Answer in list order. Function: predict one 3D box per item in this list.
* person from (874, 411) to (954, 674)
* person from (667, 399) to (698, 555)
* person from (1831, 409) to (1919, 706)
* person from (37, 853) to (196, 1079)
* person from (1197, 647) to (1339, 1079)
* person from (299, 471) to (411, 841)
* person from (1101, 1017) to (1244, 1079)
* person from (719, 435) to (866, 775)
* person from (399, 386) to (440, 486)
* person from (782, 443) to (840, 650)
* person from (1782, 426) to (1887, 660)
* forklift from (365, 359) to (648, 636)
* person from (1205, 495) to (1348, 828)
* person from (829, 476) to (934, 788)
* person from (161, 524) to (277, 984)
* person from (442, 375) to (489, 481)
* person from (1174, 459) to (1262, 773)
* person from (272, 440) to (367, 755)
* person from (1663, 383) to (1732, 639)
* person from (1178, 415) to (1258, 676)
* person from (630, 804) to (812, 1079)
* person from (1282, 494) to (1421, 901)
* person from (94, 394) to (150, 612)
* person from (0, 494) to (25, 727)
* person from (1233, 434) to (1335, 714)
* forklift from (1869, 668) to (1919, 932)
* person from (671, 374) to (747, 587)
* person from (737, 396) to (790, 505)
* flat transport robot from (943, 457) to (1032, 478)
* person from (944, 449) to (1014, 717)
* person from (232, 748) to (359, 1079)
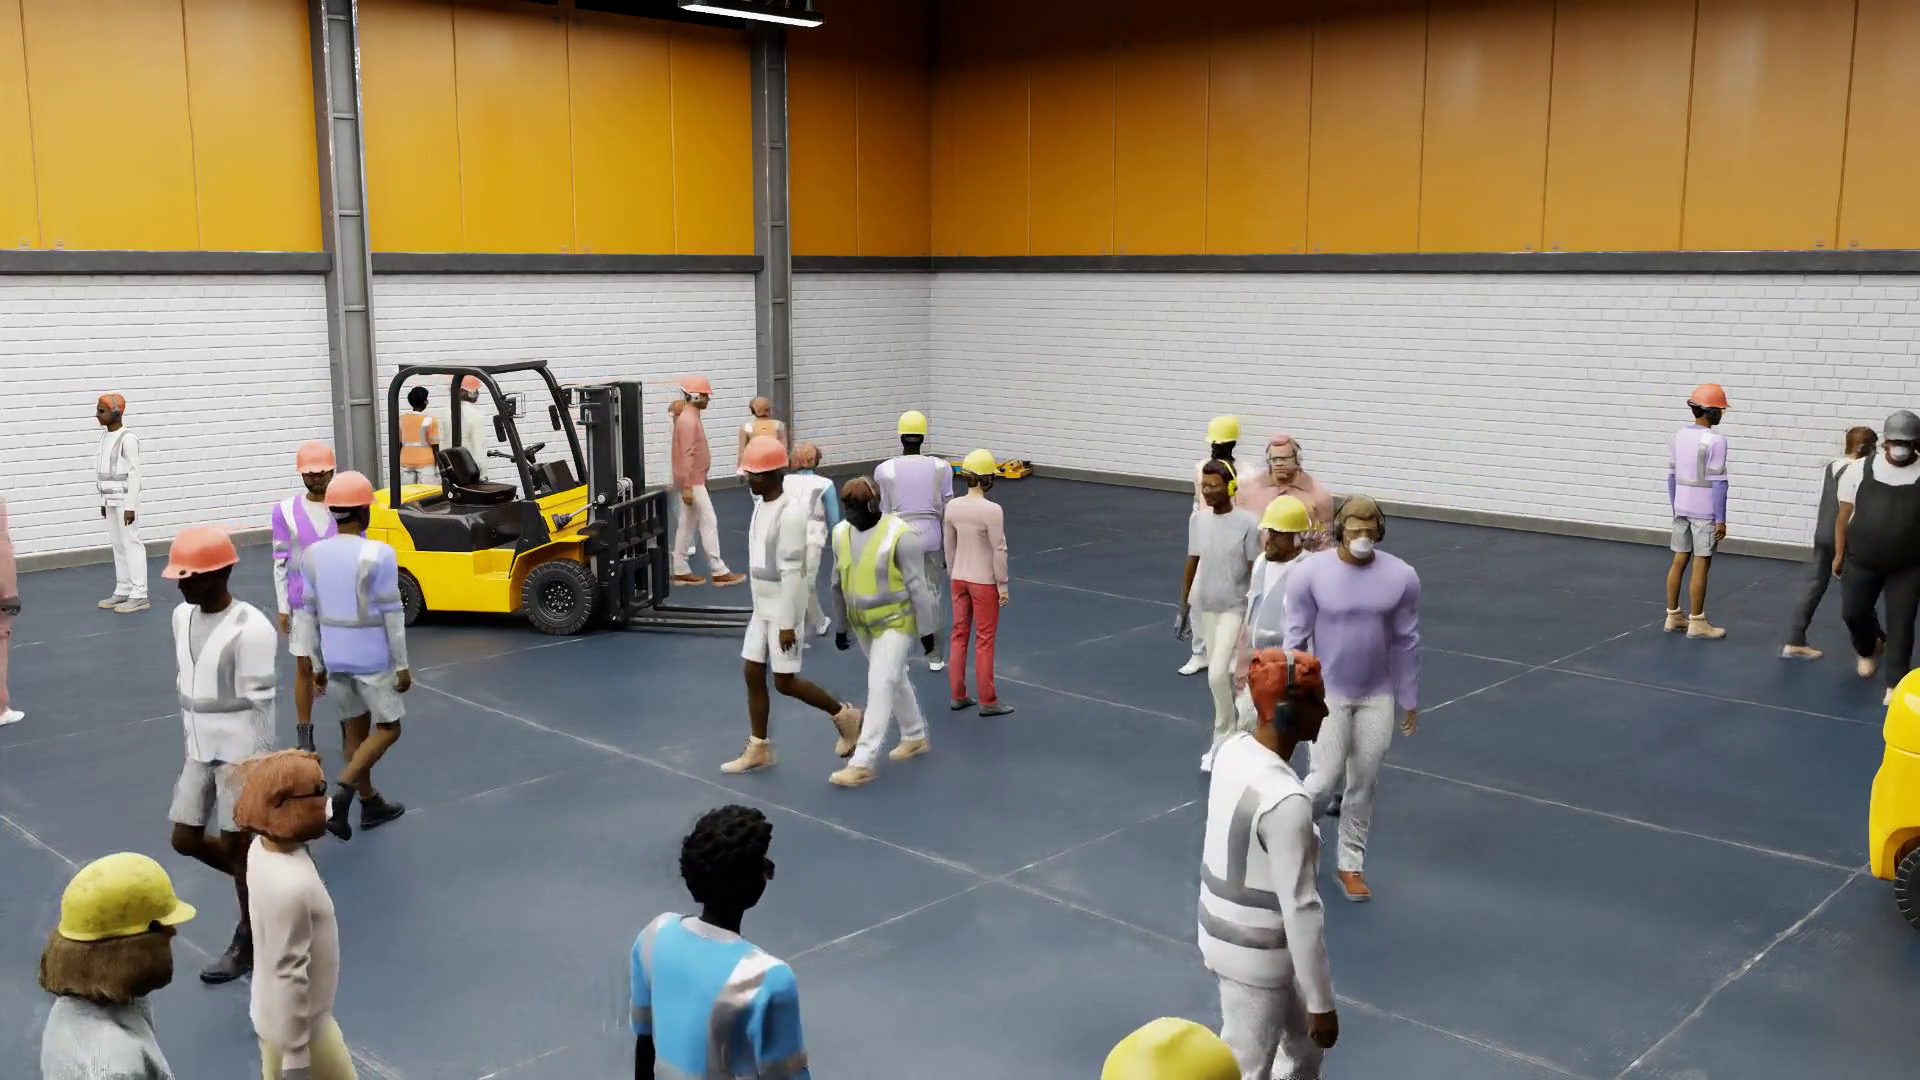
[{"bbox_3d":[-0.338,0.022,12.120,0.584,1.928,0.373,-2,9,-11],"label":"person"},{"bbox_3d":[-2.822,-0.644,17.165,0.336,1.622,0.540,4,10,21],"label":"person"},{"bbox_3d":[6.395,0.080,11.425,0.702,2.000,0.714,7,12,36],"label":"person"},{"bbox_3d":[-1.718,1.503,3.637,0.684,1.716,0.512,-7,12,-36],"label":"person"},{"bbox_3d":[0.993,1.230,4.920,0.746,1.856,0.603,-1,9,-5],"label":"person"},{"bbox_3d":[-3.132,0.607,8.553,0.554,1.924,0.678,3,10,19],"label":"person"},{"bbox_3d":[0.388,1.614,2.724,0.602,1.809,0.700,6,11,34],"label":"person"},{"bbox_3d":[-0.975,0.382,9.669,0.802,2.014,0.611,-5,10,-27],"label":"person"},{"bbox_3d":[-5.847,-0.812,17.981,0.535,1.690,0.320,3,10,16],"label":"person"},{"bbox_3d":[-1.217,0.035,13.067,0.543,1.579,0.861,4,10,23],"label":"person"},{"bbox_3d":[6.701,0.036,12.533,0.998,1.764,0.592,-2,10,-14],"label":"person"},{"bbox_3d":[-3.850,-0.407,13.936,2.313,2.155,1.214,2,9,11],"label":"forklift"},{"bbox_3d":[1.775,0.639,8.787,0.903,1.800,0.593,-5,10,-27],"label":"person"},{"bbox_3d":[-0.469,0.496,9.732,0.650,1.776,0.921,9,13,42],"label":"person"},{"bbox_3d":[-3.046,0.873,6.912,0.554,1.921,0.458,5,11,29],"label":"person"},{"bbox_3d":[-4.806,-0.669,16.257,0.622,1.998,0.638,7,11,36],"label":"person"},{"bbox_3d":[1.508,0.444,9.798,0.657,1.845,0.521,-9,13,-42],"label":"person"},{"bbox_3d":[-3.821,0.363,9.995,0.542,1.939,0.366,-4,10,-24],"label":"person"},{"bbox_3d":[5.931,-0.233,13.334,0.379,2.044,0.607,-3,10,-16],"label":"person"},{"bbox_3d":[1.859,0.056,11.971,0.607,1.899,0.745,9,13,44],"label":"person"},{"bbox_3d":[-0.496,1.453,4.115,0.802,1.662,0.551,-9,13,-43],"label":"person"},{"bbox_3d":[1.826,0.728,7.797,0.639,1.924,0.461,-1,9,-7],"label":"person"},{"bbox_3d":[-7.265,-0.321,14.369,0.575,1.883,0.355,8,12,39],"label":"person"},{"bbox_3d":[-6.295,0.304,10.517,0.649,1.889,0.616,2,9,9],"label":"person"},{"bbox_3d":[2.088,0.246,10.886,0.698,1.898,0.429,4,10,25],"label":"person"},{"bbox_3d":[5.205,0.723,7.013,2.313,2.155,1.214,9,13,43],"label":"forklift"},{"bbox_3d":[-2.338,-0.545,15.441,0.760,1.971,0.652,-2,9,-11],"label":"person"},{"bbox_3d":[-2.098,-0.712,17.578,0.539,1.605,0.739,-4,10,-22],"label":"person"},{"bbox_3d":[0.255,-1.040,23.698,1.431,0.197,0.652,3,10,17],"label":"flat transport robot"},{"bbox_3d":[0.121,0.281,11.025,0.522,1.769,0.318,9,13,44],"label":"person"},{"bbox_3d":[-1.966,1.383,4.766,0.735,1.610,0.504,-5,10,-28],"label":"person"}]
